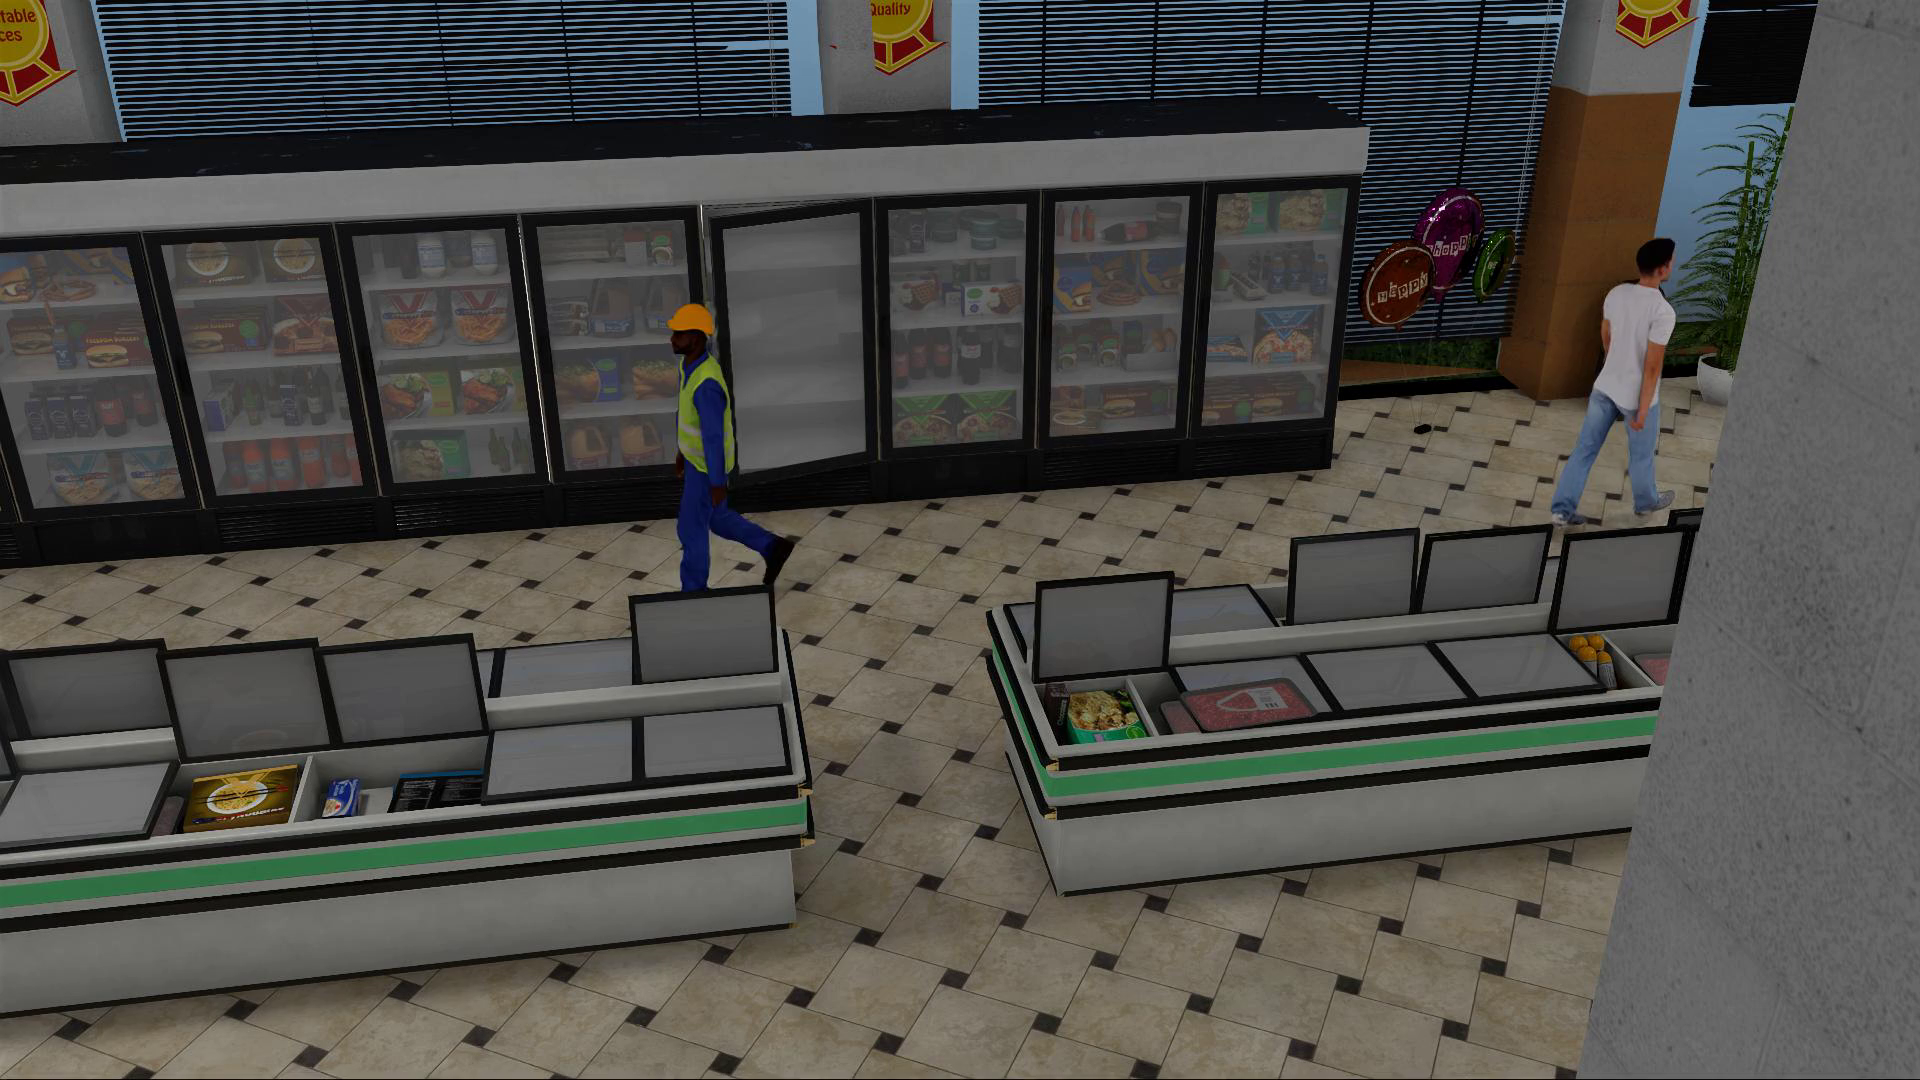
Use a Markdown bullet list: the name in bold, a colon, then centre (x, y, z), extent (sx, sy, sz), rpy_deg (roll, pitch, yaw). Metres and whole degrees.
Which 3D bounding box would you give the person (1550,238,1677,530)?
- **person**: centre (3.923, -0.870, 9.967), extent (1.259, 1.817, 0.925), rpy_deg (-13, 30, -25)

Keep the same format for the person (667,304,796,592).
- **person**: centre (-1.321, -0.442, 9.151), extent (1.070, 1.792, 0.722), rpy_deg (-8, 28, -15)
